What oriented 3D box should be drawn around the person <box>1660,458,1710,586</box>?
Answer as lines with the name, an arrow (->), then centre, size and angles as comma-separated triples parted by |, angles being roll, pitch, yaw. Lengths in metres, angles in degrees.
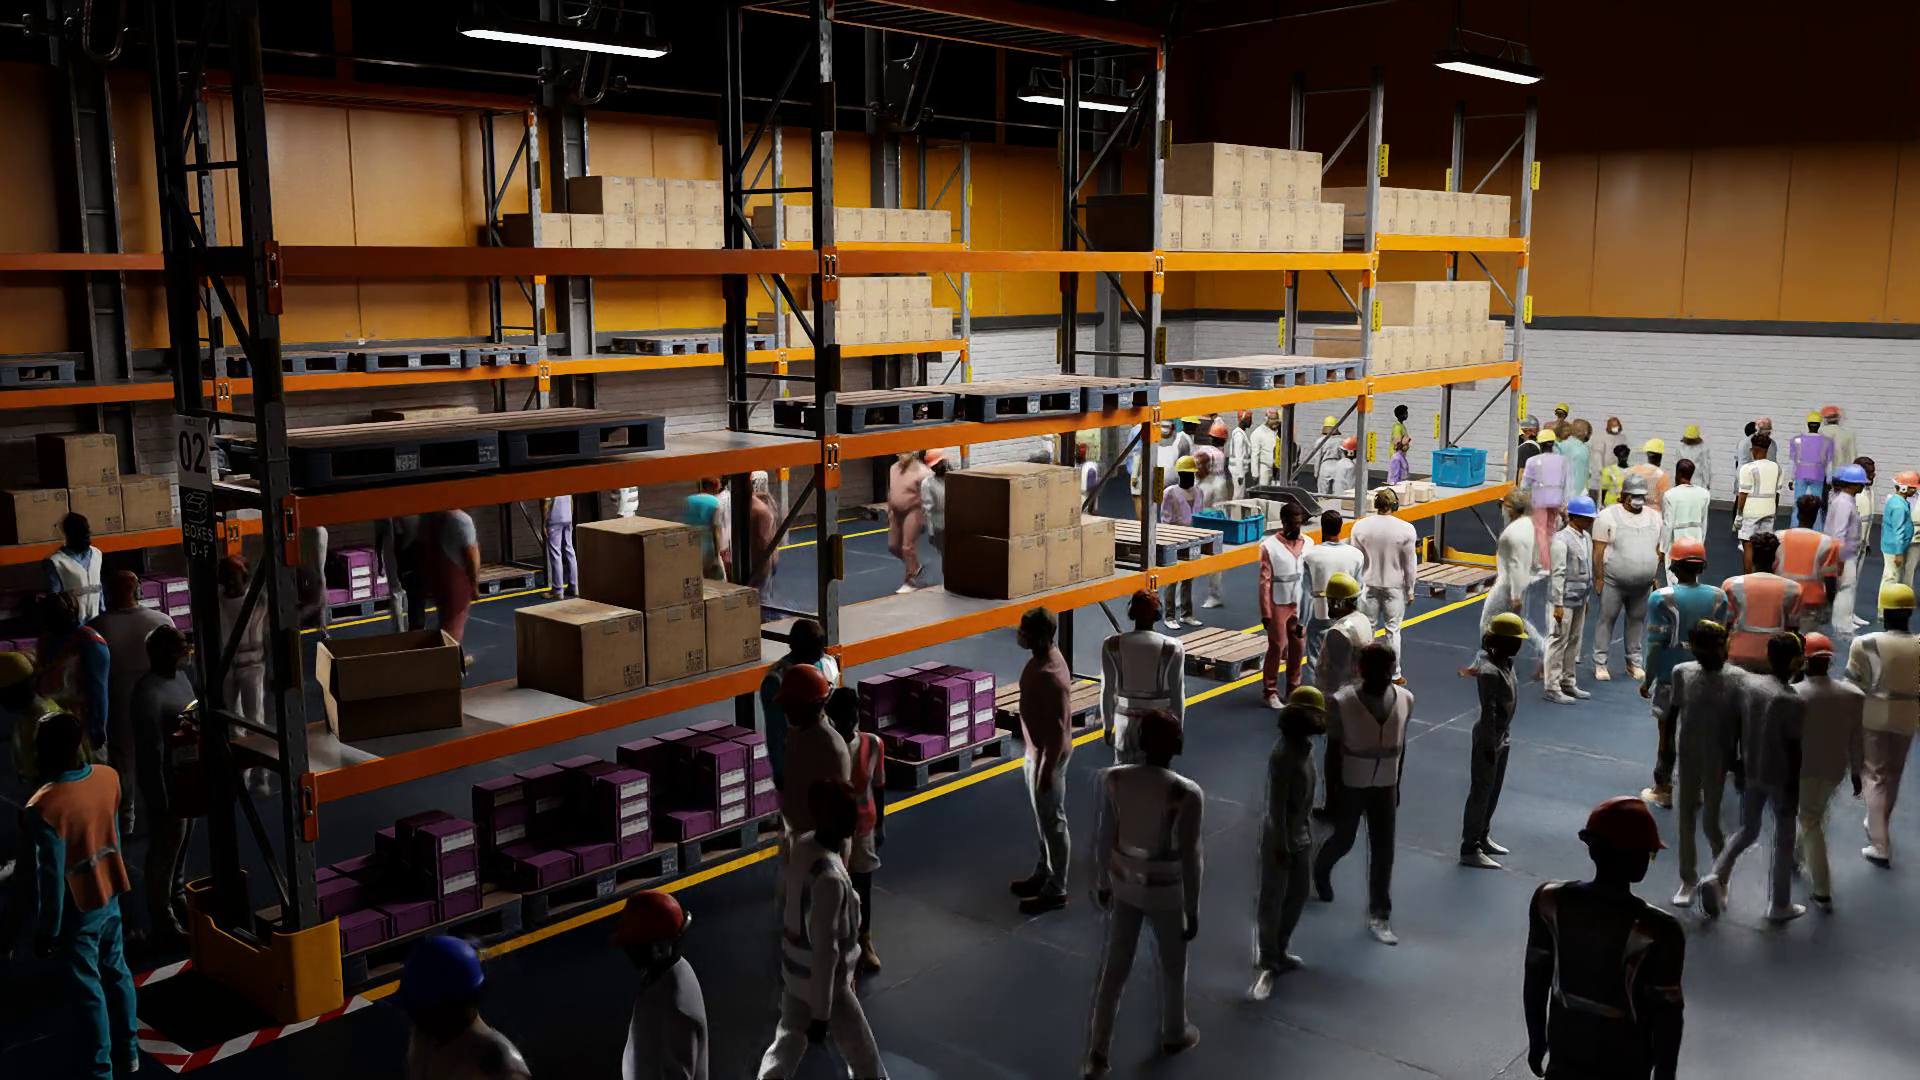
person -> 7.938, 0.065, 18.264 | 0.590, 1.918, 0.389 | -3, 10, -18

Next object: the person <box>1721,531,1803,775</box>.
person -> 6.293, 0.905, 13.146 | 0.603, 1.957, 0.385 | 3, 10, 16

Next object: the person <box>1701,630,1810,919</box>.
person -> 4.920, 1.456, 10.179 | 0.721, 1.841, 0.537 | -5, 11, -26

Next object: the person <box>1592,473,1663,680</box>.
person -> 6.503, 0.358, 16.150 | 0.673, 2.000, 0.536 | 0, 10, -3

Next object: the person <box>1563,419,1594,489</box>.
person -> 9.587, -1.071, 25.892 | 0.498, 1.634, 0.280 | 1, 10, 9

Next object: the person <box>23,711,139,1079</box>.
person -> -4.271, 1.767, 8.099 | 0.396, 1.919, 0.590 | 1, 10, 6

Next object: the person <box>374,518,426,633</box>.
person -> -5.889, 0.228, 17.551 | 0.507, 1.839, 0.375 | -2, 10, -13

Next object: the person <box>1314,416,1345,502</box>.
person -> 5.596, -1.006, 25.198 | 0.485, 1.737, 0.321 | -1, 10, -5

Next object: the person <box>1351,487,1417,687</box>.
person -> 4.037, 0.456, 15.870 | 0.630, 1.940, 0.372 | 5, 11, 29

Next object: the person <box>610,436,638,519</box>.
person -> -4.274, -0.404, 21.163 | 0.345, 1.882, 0.584 | 0, 10, -2

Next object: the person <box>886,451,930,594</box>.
person -> -0.631, -0.290, 20.453 | 0.667, 1.892, 0.485 | 9, 13, 43

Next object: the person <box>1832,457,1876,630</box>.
person -> 9.957, 0.021, 18.533 | 0.596, 1.918, 0.377 | -9, 13, -43

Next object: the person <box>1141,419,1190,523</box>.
person -> 2.843, -0.820, 23.178 | 0.681, 2.000, 0.536 | 3, 10, 16

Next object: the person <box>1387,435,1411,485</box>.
person -> 6.193, -0.673, 23.532 | 0.313, 1.631, 0.523 | 3, 10, 20

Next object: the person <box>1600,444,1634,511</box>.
person -> 8.870, -0.492, 22.412 | 0.566, 1.650, 0.835 | -1, 10, -5

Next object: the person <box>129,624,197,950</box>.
person -> -4.708, 1.452, 9.920 | 0.353, 1.937, 0.635 | -1, 10, -8

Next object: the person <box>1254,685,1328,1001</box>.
person -> 1.816, 1.682, 9.290 | 0.298, 1.702, 0.661 | 7, 12, 35

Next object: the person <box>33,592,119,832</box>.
person -> -6.100, 1.252, 11.451 | 0.623, 1.835, 0.431 | 5, 11, 26

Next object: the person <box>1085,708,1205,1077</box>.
person -> 0.909, 1.772, 8.323 | 0.616, 1.863, 0.775 | 6, 11, 34

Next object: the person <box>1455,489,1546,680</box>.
person -> 5.364, 0.441, 16.094 | 0.931, 1.895, 0.628 | 5, 11, 27

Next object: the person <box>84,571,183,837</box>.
person -> -5.853, 1.155, 11.807 | 0.638, 1.902, 0.407 | -4, 10, -24

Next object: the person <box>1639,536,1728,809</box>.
person -> 5.370, 0.982, 12.415 | 0.615, 2.041, 0.391 | -1, 10, -7

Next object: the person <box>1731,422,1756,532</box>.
person -> 11.765, -0.921, 24.816 | 0.318, 1.695, 0.534 | -3, 10, -15

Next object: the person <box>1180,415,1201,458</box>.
person -> 3.296, -0.938, 24.257 | 0.395, 1.918, 0.586 | 3, 10, 19

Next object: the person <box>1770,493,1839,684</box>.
person -> 7.711, 0.540, 15.305 | 0.628, 1.952, 0.466 | 6, 11, 32

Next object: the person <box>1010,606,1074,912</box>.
person -> 0.525, 1.364, 10.447 | 0.375, 1.939, 0.628 | -1, 10, -4

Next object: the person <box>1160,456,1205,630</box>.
person -> 2.486, 0.022, 18.483 | 0.588, 1.930, 0.364 | -6, 11, -33

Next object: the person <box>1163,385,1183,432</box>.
person -> 3.743, -1.906, 29.841 | 0.617, 1.990, 0.400 | -4, 10, -23

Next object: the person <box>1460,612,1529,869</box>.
person -> 3.620, 1.337, 11.239 | 0.357, 1.734, 0.483 | 6, 11, 33

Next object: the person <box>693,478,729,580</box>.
person -> -2.767, 0.099, 18.549 | 0.360, 1.746, 0.548 | 1, 10, 3

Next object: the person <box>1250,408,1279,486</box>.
person -> 4.641, -1.029, 24.877 | 0.652, 1.895, 0.400 | -5, 11, -28

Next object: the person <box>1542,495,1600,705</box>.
person -> 5.643, 0.544, 15.346 | 0.606, 1.940, 0.414 | -9, 13, -42

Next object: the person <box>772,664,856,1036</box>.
person -> -0.782, 1.619, 8.799 | 0.408, 1.984, 0.615 | -5, 11, -29

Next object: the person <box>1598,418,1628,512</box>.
person -> 10.413, -1.143, 26.463 | 0.509, 1.579, 0.853 | -1, 10, -5

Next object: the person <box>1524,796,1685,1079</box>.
person -> 2.491, 1.983, 6.447 | 0.394, 2.040, 0.610 | -9, 13, -42

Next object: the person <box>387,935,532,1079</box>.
person -> -1.624, 2.207, 5.446 | 0.608, 1.933, 0.429 | 8, 12, 39

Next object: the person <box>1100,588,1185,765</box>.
person -> 1.232, 1.257, 11.265 | 0.576, 1.879, 0.353 | 3, 10, 16

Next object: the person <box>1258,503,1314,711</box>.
person -> 2.954, 0.599, 15.126 | 0.598, 1.905, 0.390 | -5, 11, -29

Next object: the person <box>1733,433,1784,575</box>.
person -> 9.871, -0.341, 20.587 | 0.598, 1.958, 0.376 | -3, 10, -17
